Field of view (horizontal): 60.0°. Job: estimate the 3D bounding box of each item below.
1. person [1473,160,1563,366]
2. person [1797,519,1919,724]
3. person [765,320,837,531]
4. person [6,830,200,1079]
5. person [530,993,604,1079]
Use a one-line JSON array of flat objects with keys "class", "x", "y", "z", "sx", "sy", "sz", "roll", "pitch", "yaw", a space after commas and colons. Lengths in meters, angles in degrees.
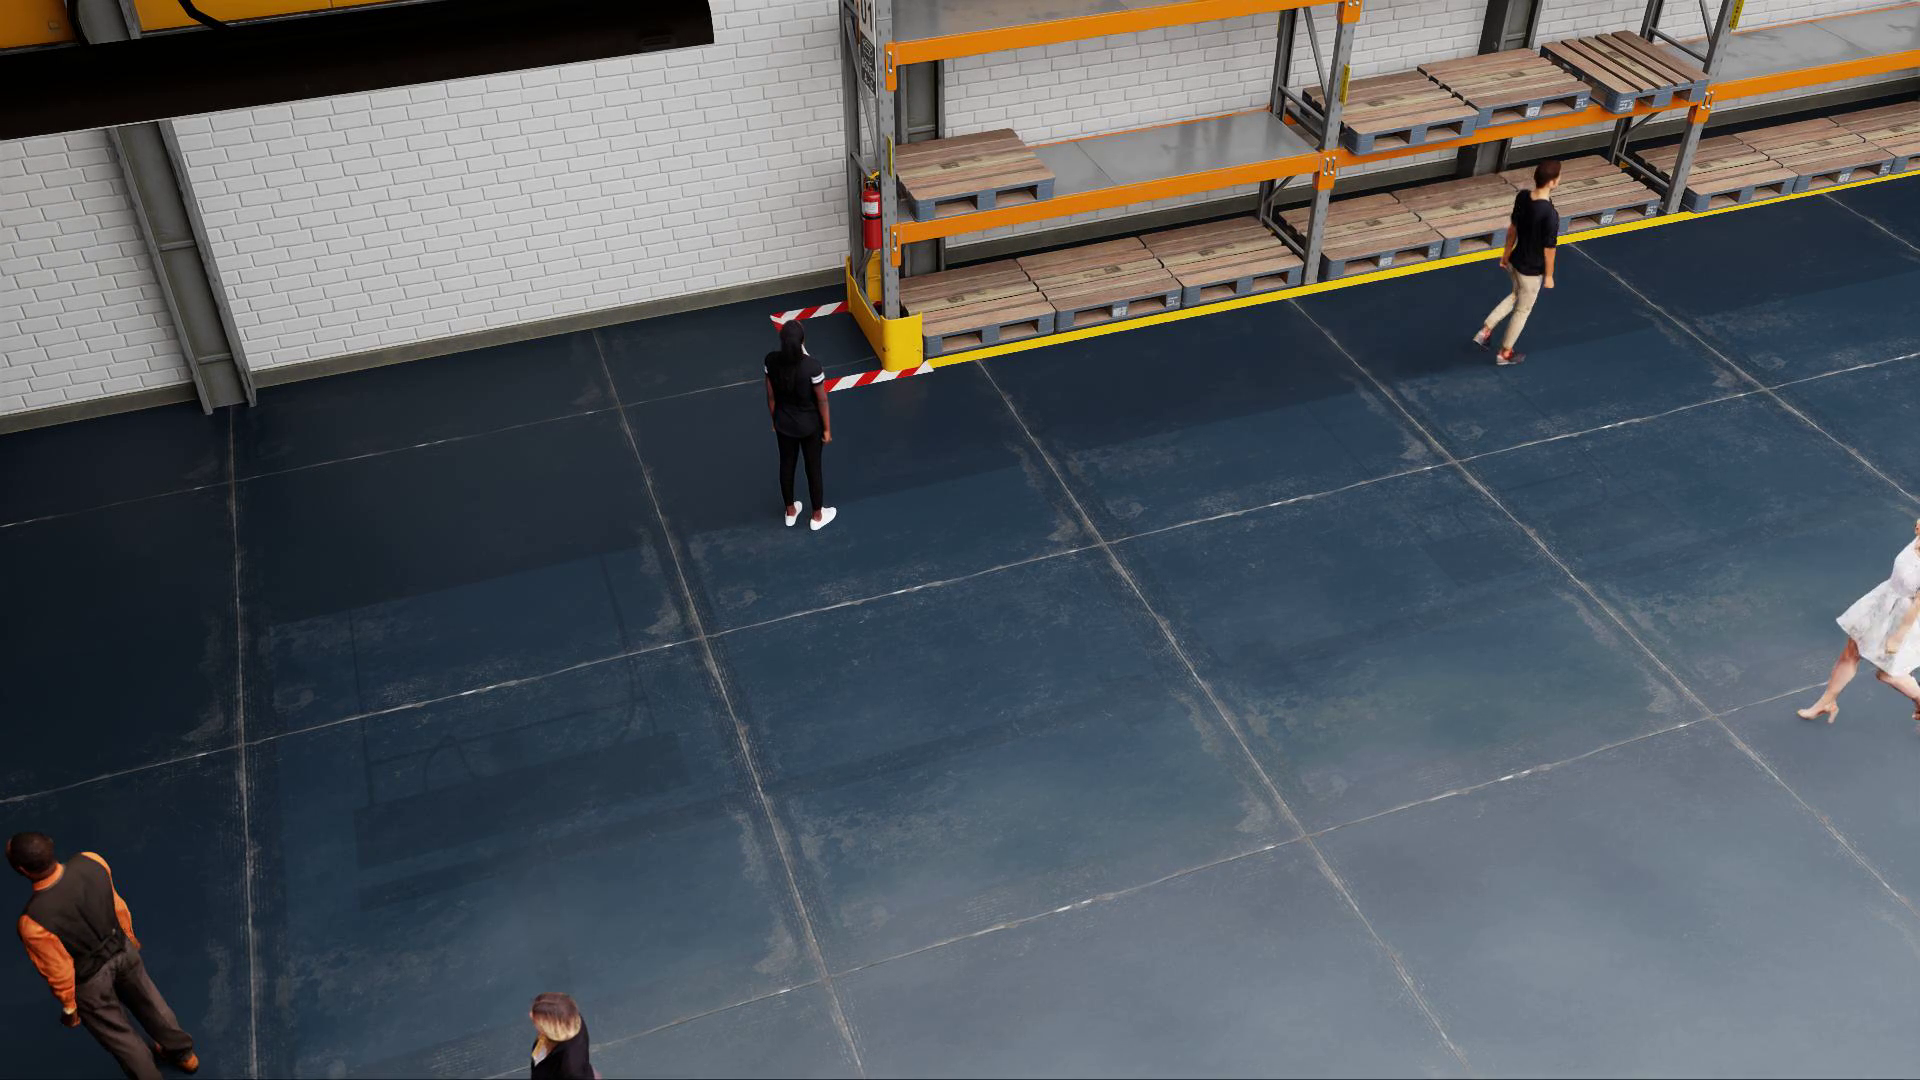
[{"class": "person", "x": 4.545, "y": -2.215, "z": 13.540, "sx": 0.721, "sy": 1.843, "sz": 0.662, "roll": -11, "pitch": 40, "yaw": -13}, {"class": "person", "x": 5.782, "y": 0.531, "z": 10.172, "sx": 1.116, "sy": 1.754, "sz": 0.943, "roll": 6, "pitch": 39, "yaw": 7}, {"class": "person", "x": -1.153, "y": -0.828, "z": 11.897, "sx": 0.709, "sy": 1.725, "sz": 0.783, "roll": 12, "pitch": 40, "yaw": 15}, {"class": "person", "x": -4.187, "y": 2.088, "z": 8.101, "sx": 0.828, "sy": 1.906, "sz": 0.797, "roll": 11, "pitch": 40, "yaw": 14}, {"class": "person", "x": -1.727, "y": 2.601, "z": 7.647, "sx": 0.524, "sy": 1.670, "sz": 0.590, "roll": -12, "pitch": 40, "yaw": -14}]
